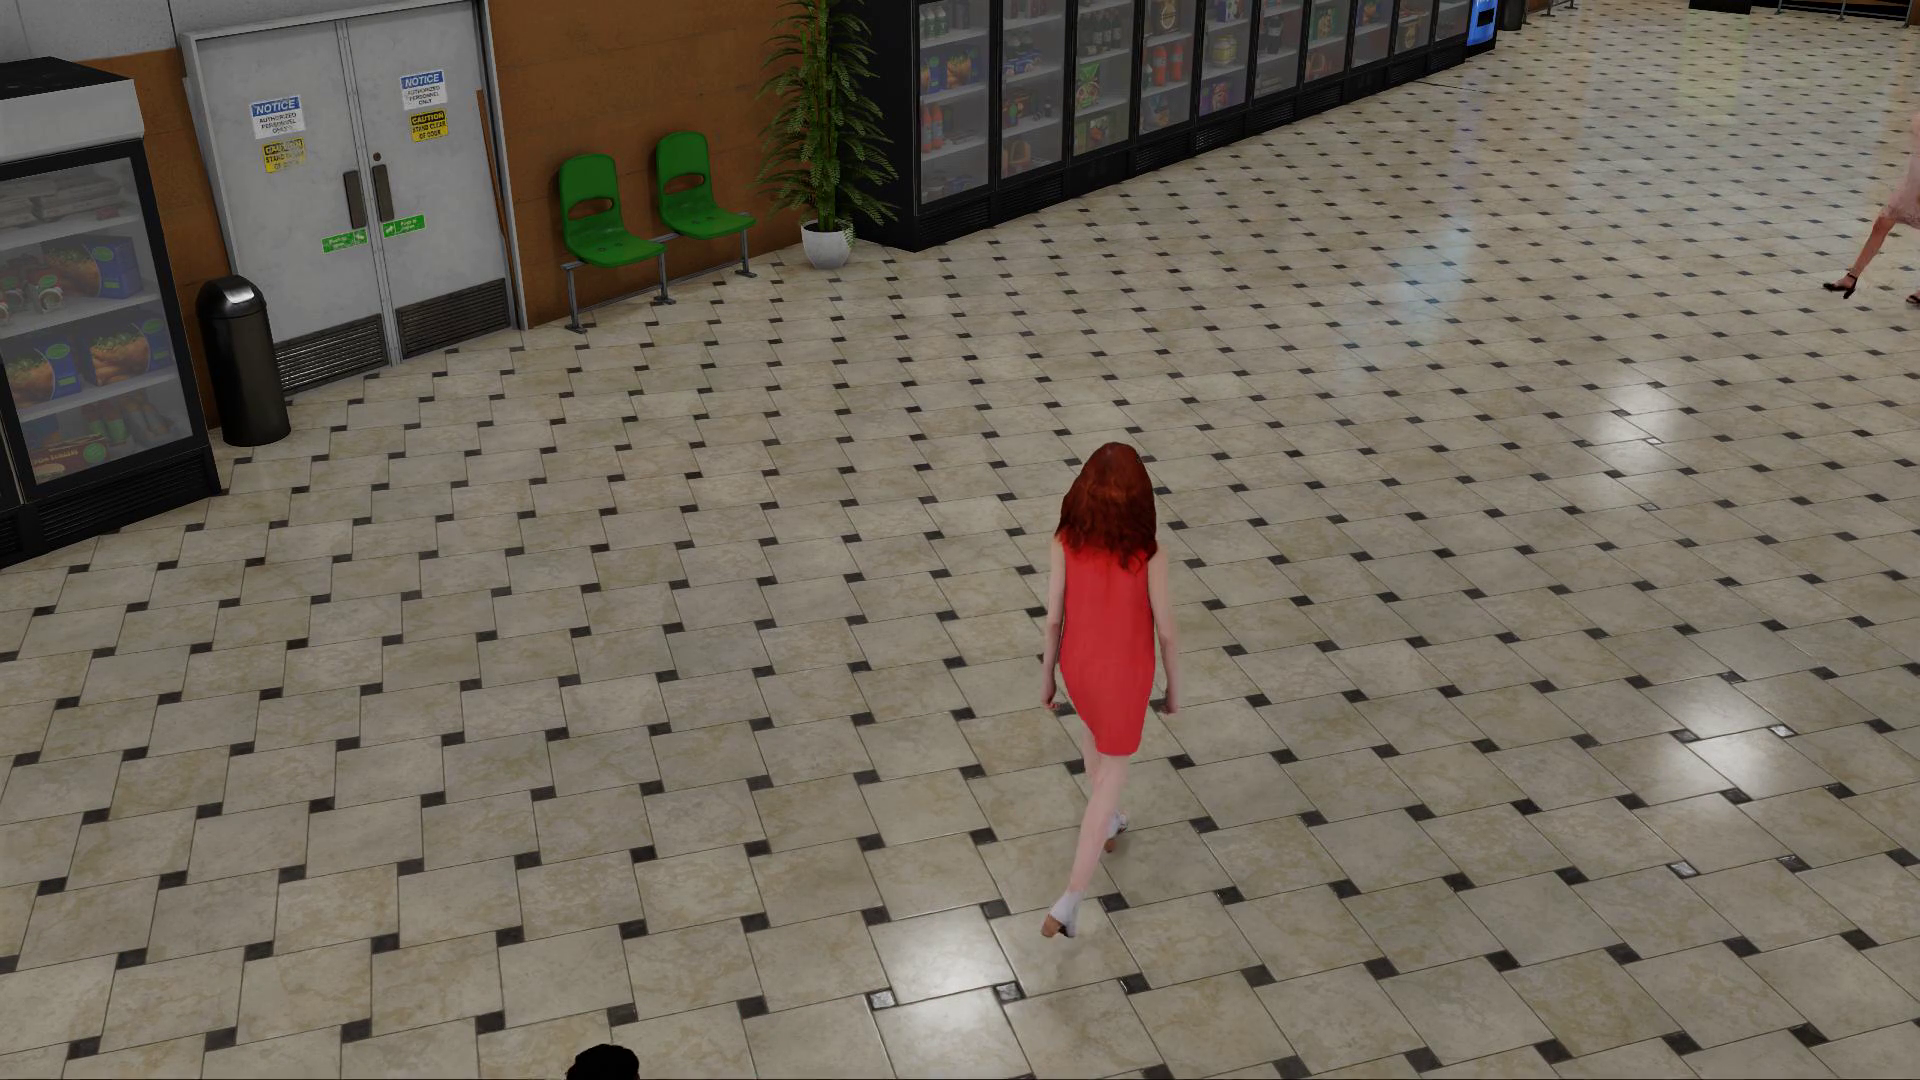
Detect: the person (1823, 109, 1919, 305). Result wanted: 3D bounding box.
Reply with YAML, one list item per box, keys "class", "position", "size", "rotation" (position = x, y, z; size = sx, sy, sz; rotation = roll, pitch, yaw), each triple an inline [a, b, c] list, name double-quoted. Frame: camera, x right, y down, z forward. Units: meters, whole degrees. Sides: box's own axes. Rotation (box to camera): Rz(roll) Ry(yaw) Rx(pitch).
- class: "person"
  position: [6.939, -2.492, 11.806]
  size: [1.103, 1.782, 1.076]
  rotation: [-3, 27, -6]

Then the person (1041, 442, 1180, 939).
- class: "person"
  position: [0.478, 0.564, 5.775]
  size: [1.158, 1.786, 0.908]
  rotation: [11, 29, 21]
